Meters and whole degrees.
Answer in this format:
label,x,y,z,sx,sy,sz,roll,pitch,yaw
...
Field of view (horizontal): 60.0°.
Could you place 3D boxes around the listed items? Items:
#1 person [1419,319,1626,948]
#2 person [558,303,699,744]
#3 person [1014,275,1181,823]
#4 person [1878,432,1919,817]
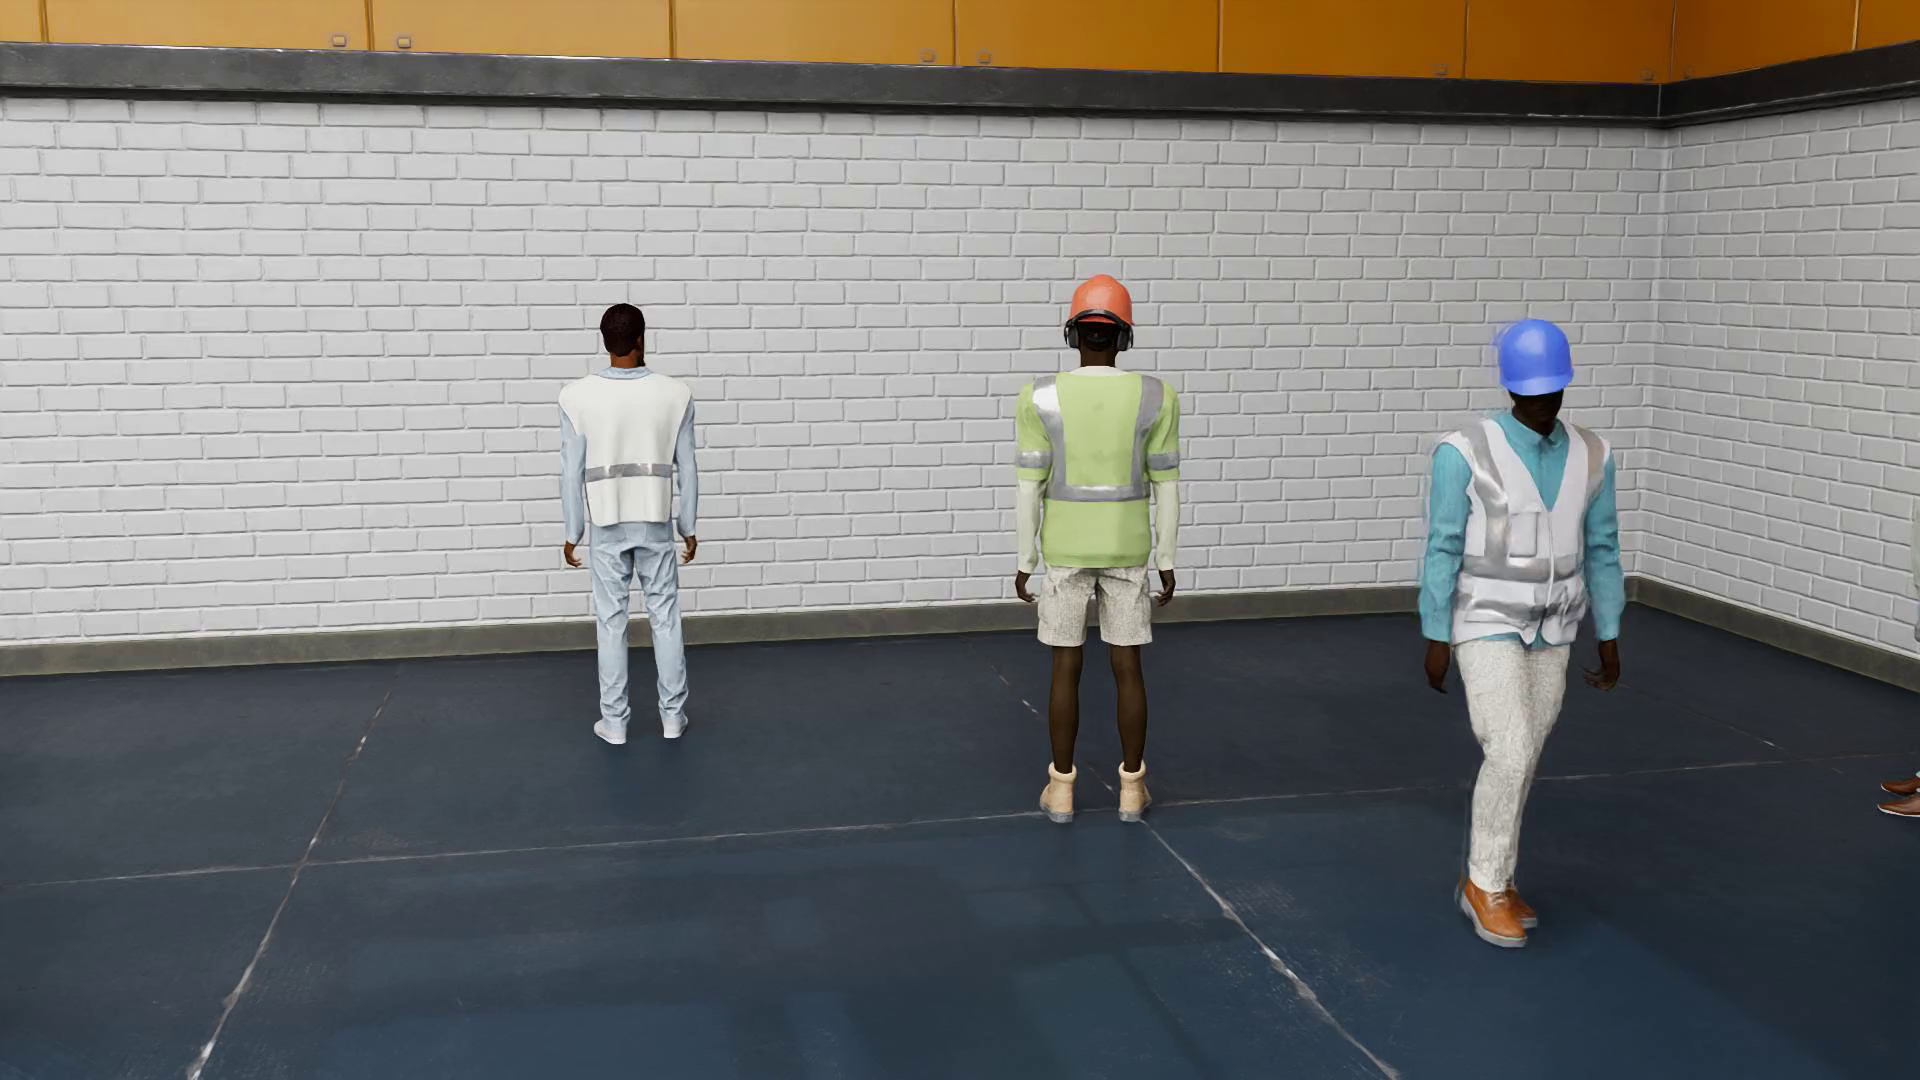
label,x,y,z,sx,sy,sz,roll,pitch,yaw
person,1.751,0.293,5.071,0.637,1.909,0.596,-3,10,-17
person,-1.432,-0.064,7.248,0.591,1.914,0.383,-3,10,-17
person,0.506,0.041,6.216,0.615,2.042,0.376,0,9,0
person,3.702,0.233,6.285,0.284,1.636,0.500,6,11,32
